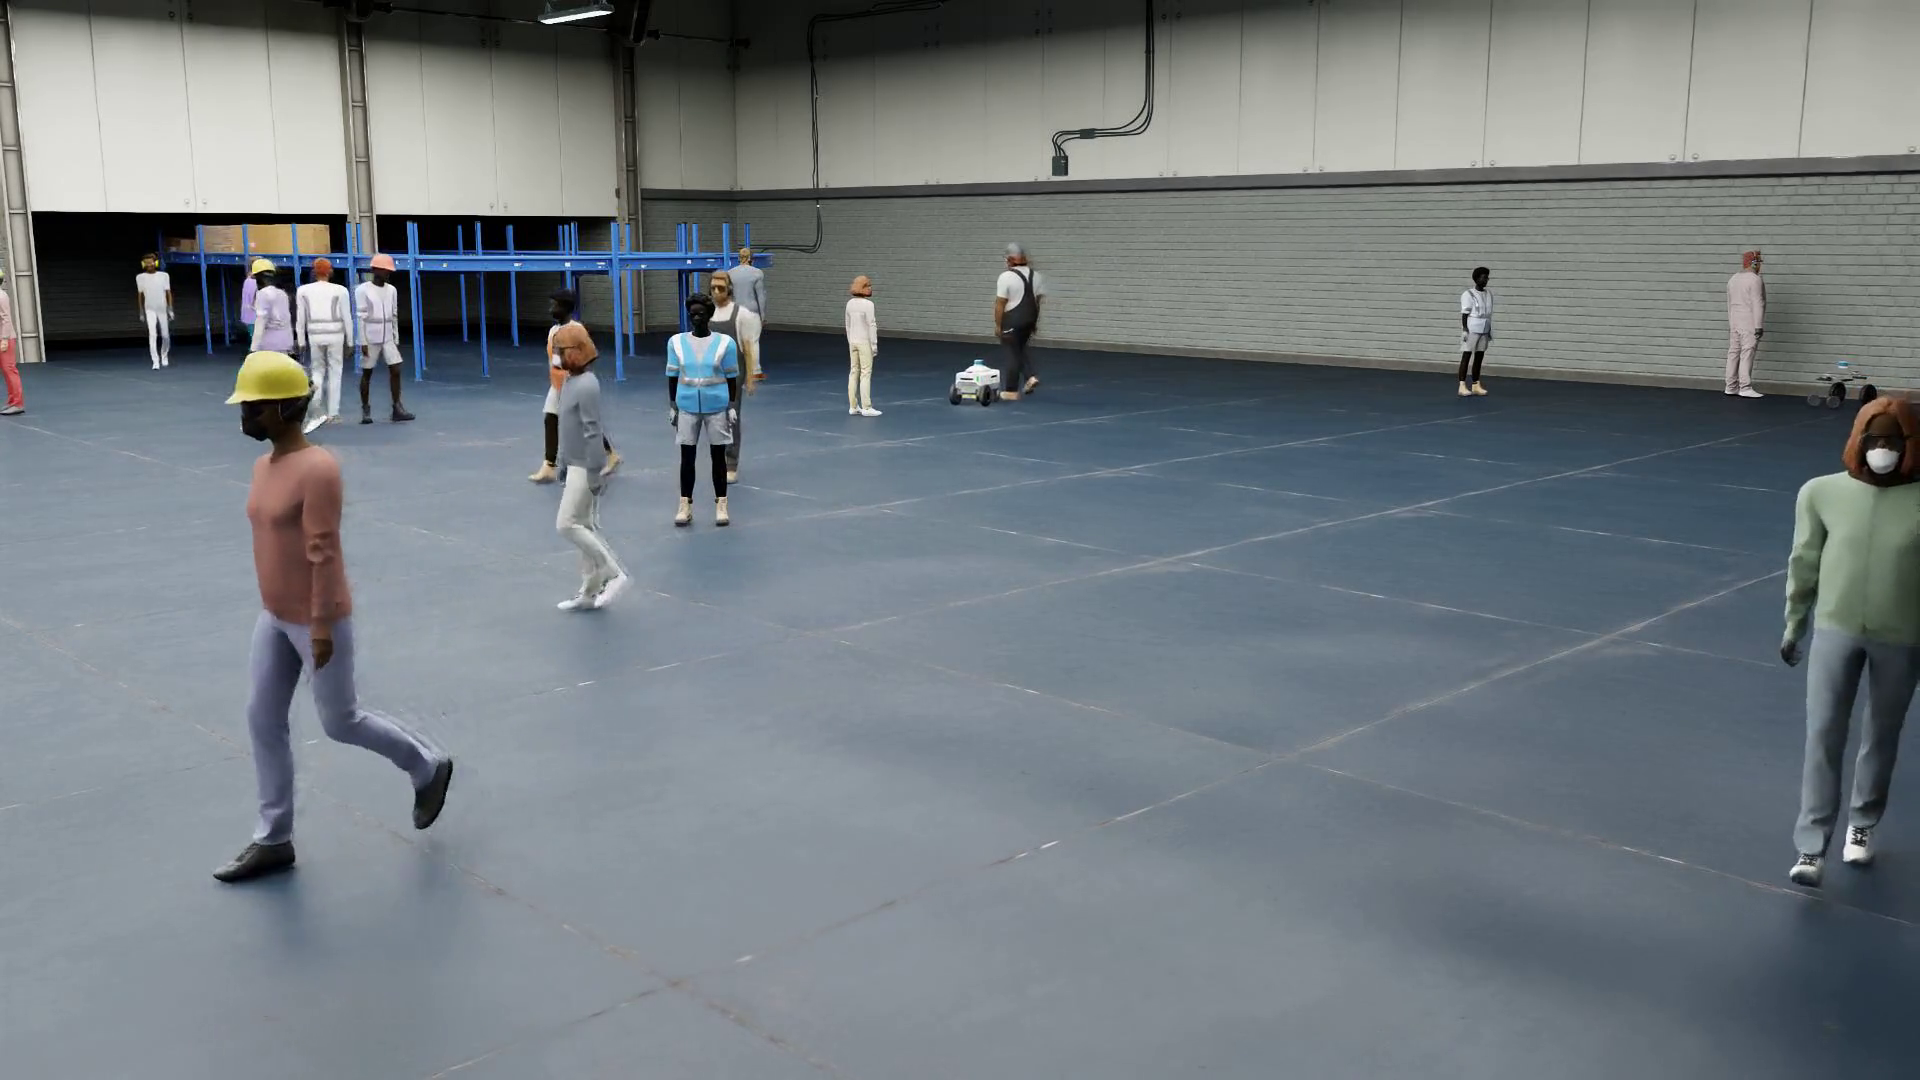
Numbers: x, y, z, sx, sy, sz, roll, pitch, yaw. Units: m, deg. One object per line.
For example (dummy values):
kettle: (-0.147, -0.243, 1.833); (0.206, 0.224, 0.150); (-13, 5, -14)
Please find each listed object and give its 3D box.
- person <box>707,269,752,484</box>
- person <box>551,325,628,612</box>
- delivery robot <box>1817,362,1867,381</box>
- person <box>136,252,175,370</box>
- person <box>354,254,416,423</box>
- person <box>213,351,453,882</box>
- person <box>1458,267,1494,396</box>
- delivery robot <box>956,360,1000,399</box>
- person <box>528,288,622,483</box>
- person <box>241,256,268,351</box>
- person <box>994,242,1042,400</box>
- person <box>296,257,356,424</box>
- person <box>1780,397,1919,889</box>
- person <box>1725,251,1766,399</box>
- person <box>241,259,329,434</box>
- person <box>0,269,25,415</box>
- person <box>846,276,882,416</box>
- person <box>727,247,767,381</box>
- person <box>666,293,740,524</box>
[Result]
person: (-2.026, -1.429, 14.425); (0.519, 1.831, 0.602); (2, 11, 9)
person: (-2.155, -0.395, 9.342); (0.337, 1.623, 0.501); (-4, 11, -23)
delivery robot: (11.010, -2.110, 20.737); (0.698, 0.223, 0.335); (-6, 12, -27)
person: (-12.829, -3.665, 26.563); (0.519, 1.849, 0.755); (-5, 11, -25)
person: (-6.563, -2.270, 18.802); (0.645, 1.901, 0.555); (8, 13, 36)
person: (-2.136, 0.230, 5.586); (0.524, 1.742, 0.743); (9, 13, 39)
person: (6.844, -2.763, 22.027); (0.540, 1.696, 0.317); (-6, 12, -28)
delivery robot: (0.228, -2.034, 21.023); (0.477, 0.478, 0.707); (5, 11, 25)
person: (-3.342, -1.345, 14.395); (0.533, 1.664, 0.803); (10, 14, 42)
person: (-9.349, -2.902, 22.408); (0.617, 1.831, 0.604); (-10, 14, -44)
person: (0.693, -2.814, 21.490); (0.708, 2.000, 0.536); (-10, 14, -43)
person: (-7.113, -2.231, 18.658); (0.599, 1.868, 0.460); (-1, 10, -5)
person: (2.929, 0.341, 5.364); (0.525, 1.586, 0.830); (6, 12, 31)
person: (10.331, -2.829, 21.815); (0.411, 1.910, 0.643); (-2, 11, -9)
person: (-7.290, -2.078, 17.849); (0.956, 1.862, 0.701); (-1, 10, -5)
person: (-11.384, -2.376, 19.731); (0.329, 1.767, 0.528); (-8, 13, -36)
person: (-1.148, -2.289, 19.611); (0.280, 1.636, 0.500); (-9, 14, -42)
person: (-3.112, -3.291, 24.270); (0.627, 1.934, 0.370); (3, 11, 17)
person: (-1.885, -0.962, 12.208); (0.536, 1.697, 0.322); (0, 10, 0)
